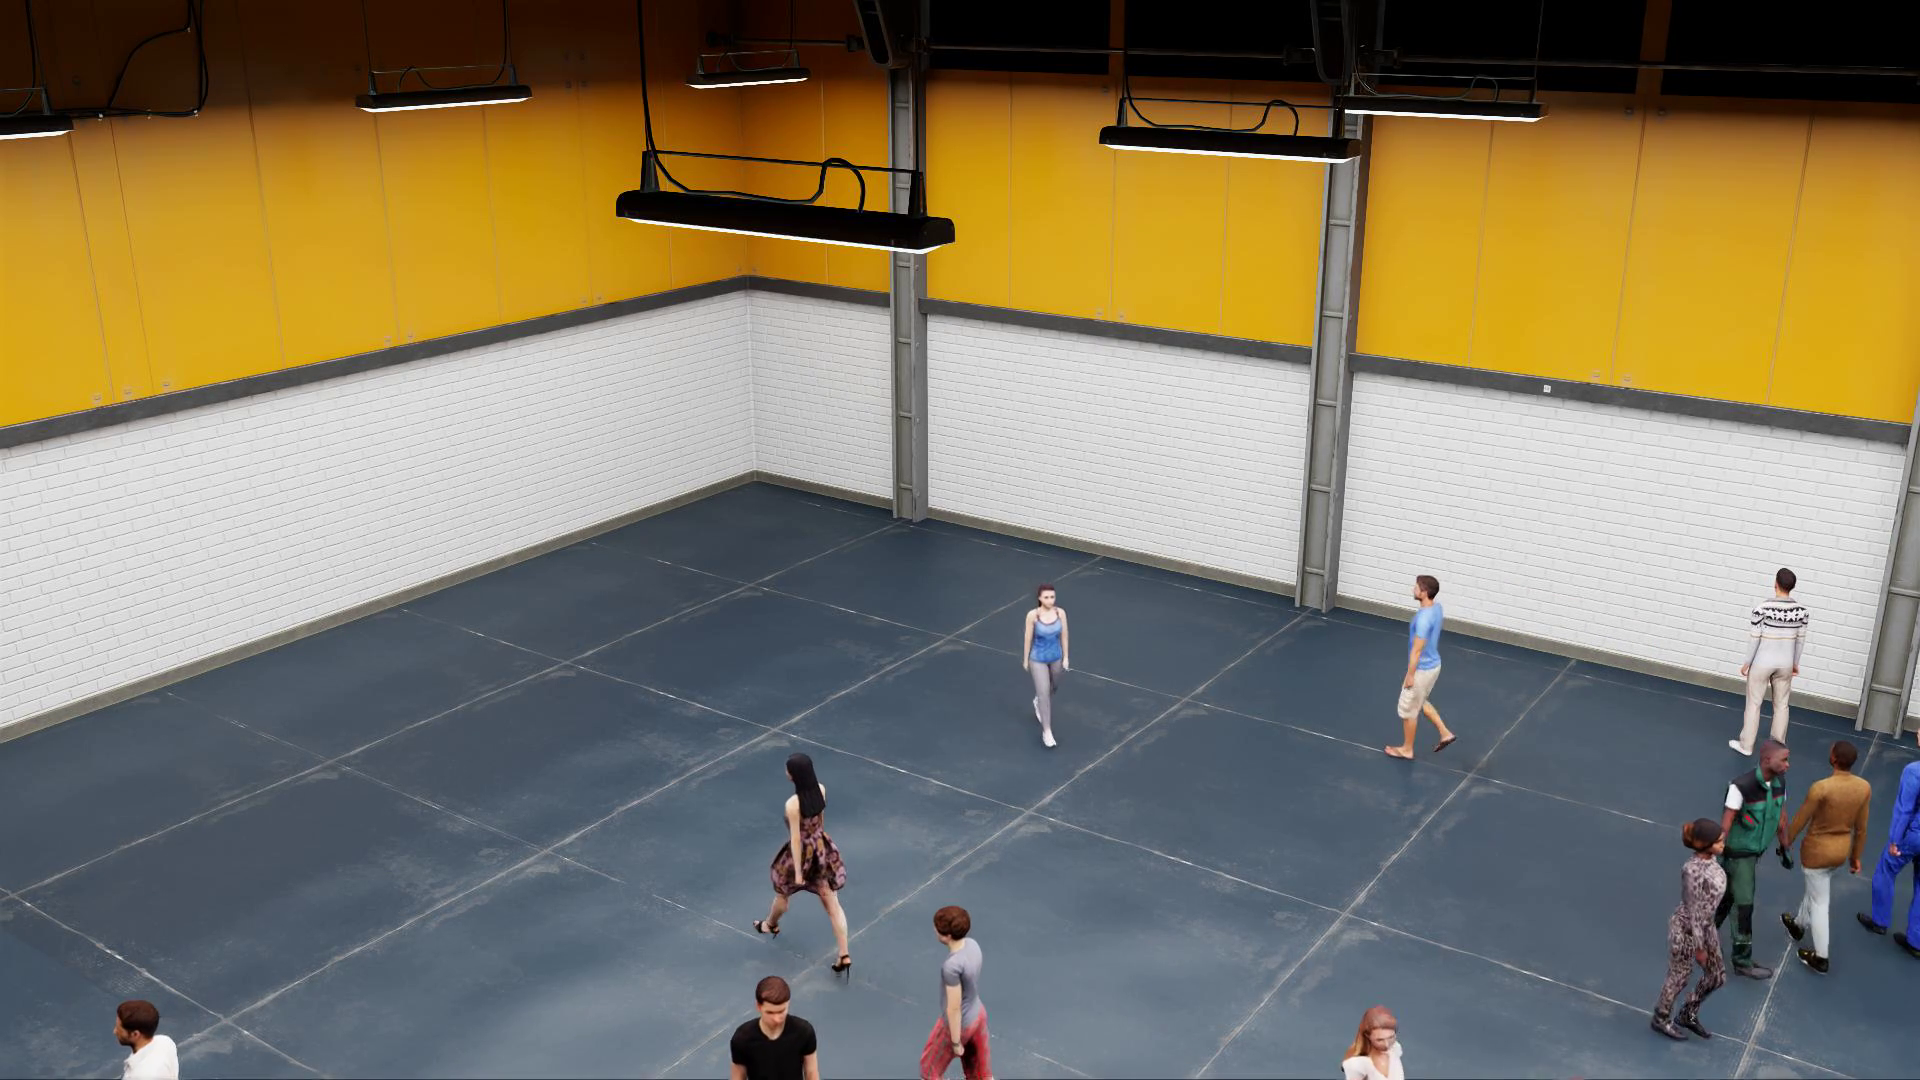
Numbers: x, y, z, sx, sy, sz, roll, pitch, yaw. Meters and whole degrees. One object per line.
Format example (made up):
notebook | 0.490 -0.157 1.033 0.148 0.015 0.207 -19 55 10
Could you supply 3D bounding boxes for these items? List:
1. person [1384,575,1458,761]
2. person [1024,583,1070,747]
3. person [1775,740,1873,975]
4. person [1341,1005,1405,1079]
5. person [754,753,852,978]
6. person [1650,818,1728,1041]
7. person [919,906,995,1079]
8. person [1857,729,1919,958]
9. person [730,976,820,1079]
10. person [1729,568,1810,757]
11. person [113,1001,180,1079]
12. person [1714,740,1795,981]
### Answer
person | 4.413 1.215 15.606 0.862 1.855 0.657 12 22 31
person | 0.824 1.155 16.204 0.975 1.585 1.088 -5 19 -15
person | 6.441 2.367 12.277 0.960 1.796 1.028 -4 19 -10
person | 2.288 3.354 9.577 0.902 1.648 1.155 -11 22 -30
person | -1.044 2.427 12.239 1.196 1.706 0.650 14 23 36
person | 4.972 2.682 11.488 0.641 1.702 0.702 -16 24 -40
person | 0.087 3.070 10.460 0.998 1.622 0.653 10 21 28
person | 7.285 2.294 12.494 0.967 1.795 1.026 -3 19 -8
person | -1.056 3.257 9.564 1.116 1.839 1.197 -4 19 -12
person | 7.696 1.160 15.759 0.716 1.861 0.830 0 19 1
person | -4.388 3.359 9.217 0.855 1.869 0.801 -3 19 -7
person | 5.799 2.300 12.471 0.950 1.798 1.121 -10 21 -27
